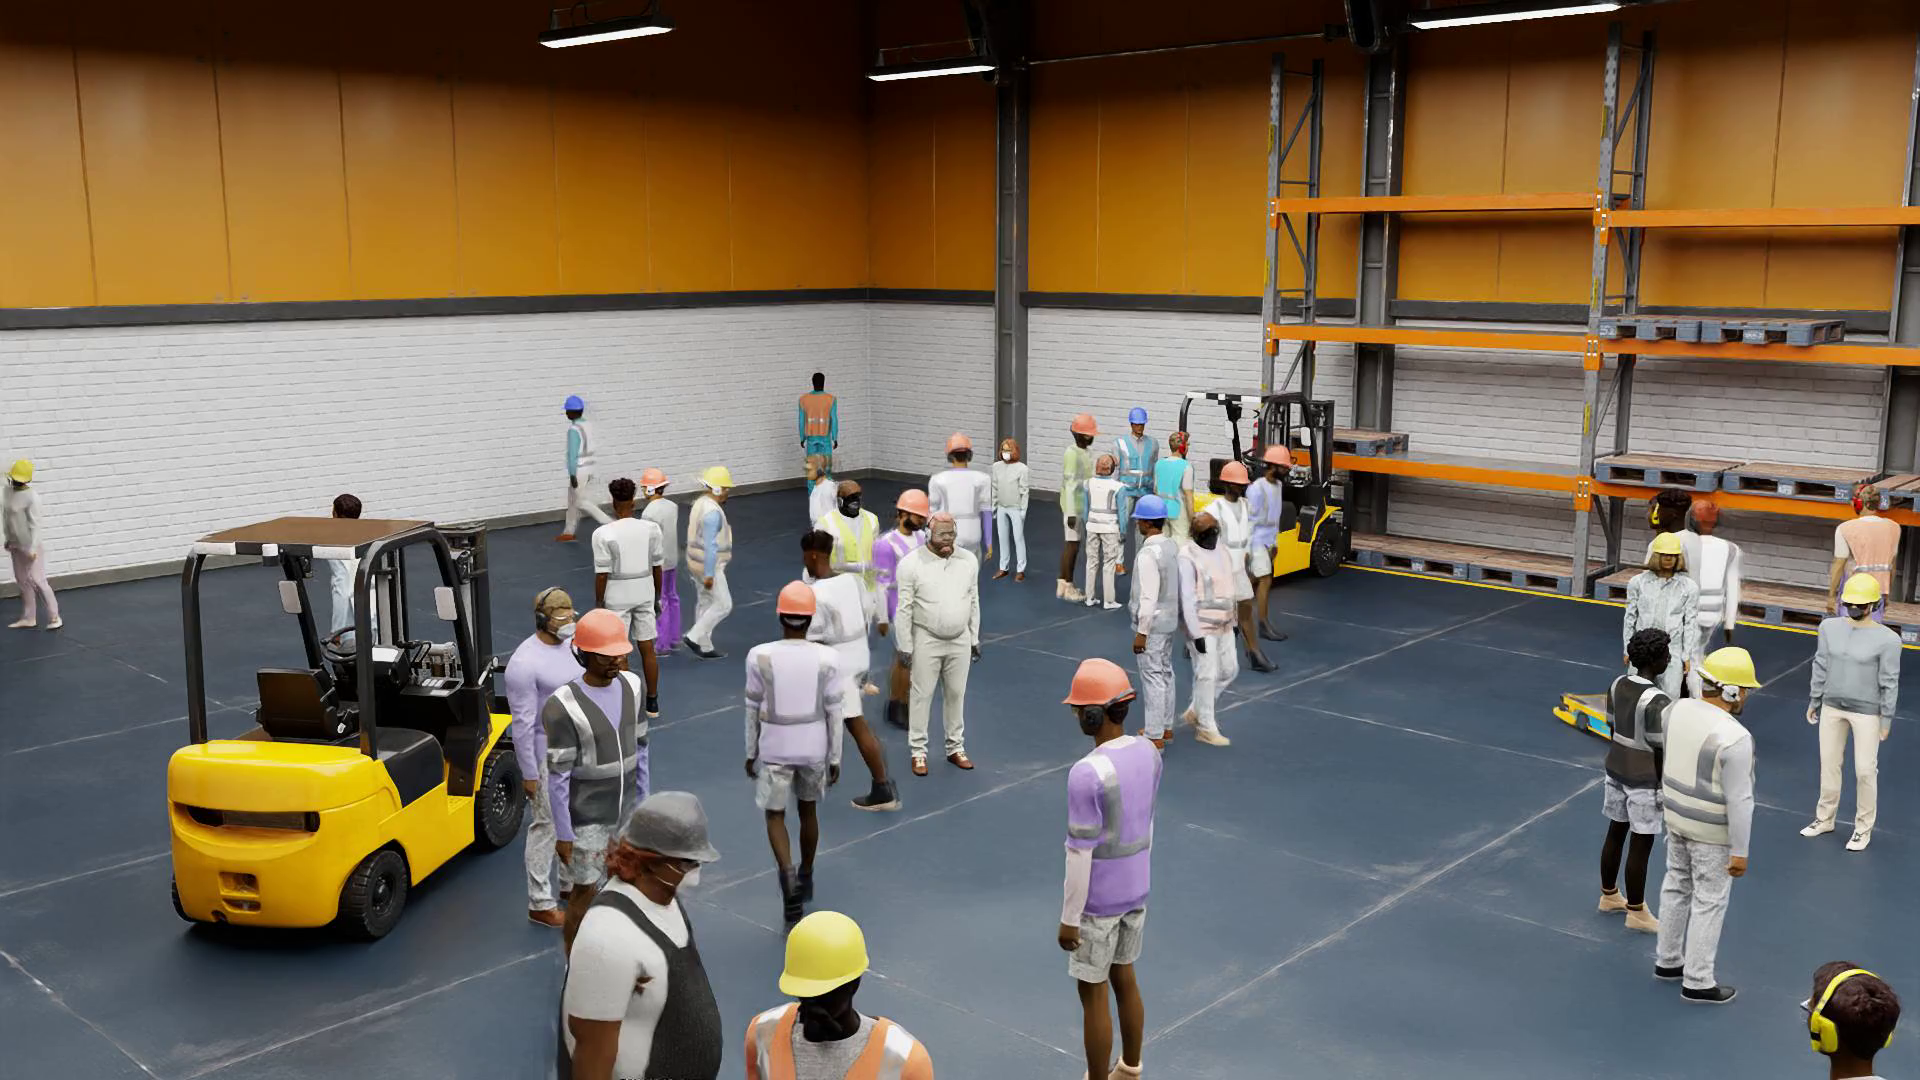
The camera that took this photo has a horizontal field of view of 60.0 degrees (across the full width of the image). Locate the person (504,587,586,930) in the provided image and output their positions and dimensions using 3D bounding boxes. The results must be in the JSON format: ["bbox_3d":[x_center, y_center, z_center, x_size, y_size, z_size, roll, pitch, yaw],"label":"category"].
[{"bbox_3d":[-2.255,1.200,9.249,0.367,1.926,0.637,4,11,22],"label":"person"}]

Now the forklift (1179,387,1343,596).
[{"bbox_3d":[3.298,-0.608,18.767,1.214,2.155,2.313,9,13,42],"label":"forklift"}]

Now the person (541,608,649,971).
[{"bbox_3d":[-1.750,1.330,8.210,0.409,2.036,0.607,7,12,36],"label":"person"}]

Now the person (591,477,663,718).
[{"bbox_3d":[-2.645,0.476,13.245,0.613,1.963,0.361,-8,13,-38],"label":"person"}]

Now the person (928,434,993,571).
[{"bbox_3d":[-0.001,-0.039,16.151,0.623,1.974,1.057,0,10,-1],"label":"person"}]

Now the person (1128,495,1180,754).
[{"bbox_3d":[1.443,0.626,12.452,0.395,1.943,0.615,5,11,24],"label":"person"}]

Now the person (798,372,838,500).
[{"bbox_3d":[-2.121,-1.543,24.886,0.590,1.916,0.393,1,10,8],"label":"person"}]

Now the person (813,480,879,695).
[{"bbox_3d":[-0.917,0.413,13.959,0.627,1.844,0.429,-7,12,-34],"label":"person"}]

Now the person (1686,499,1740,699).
[{"bbox_3d":[5.722,0.607,12.849,0.572,1.852,0.942,-2,10,-9],"label":"person"}]

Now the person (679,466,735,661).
[{"bbox_3d":[-2.269,0.231,15.110,0.487,1.811,0.594,-4,11,-22],"label":"person"}]

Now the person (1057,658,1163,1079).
[{"bbox_3d":[0.615,1.511,7.189,0.410,2.030,0.611,7,12,36],"label":"person"}]

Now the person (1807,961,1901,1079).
[{"bbox_3d":[2.375,2.058,4.548,0.511,1.862,0.324,-2,10,-10],"label":"person"}]

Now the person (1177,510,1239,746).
[{"bbox_3d":[1.884,0.663,12.649,0.461,1.812,0.669,9,13,40],"label":"person"}]

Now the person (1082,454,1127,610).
[{"bbox_3d":[1.503,-0.084,17.395,0.522,1.632,0.315,7,12,36],"label":"person"}]

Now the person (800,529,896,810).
[{"bbox_3d":[-0.861,0.862,11.375,1.155,1.854,0.619,6,12,31],"label":"person"}]

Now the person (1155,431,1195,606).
[{"bbox_3d":[2.269,-0.229,17.595,0.388,1.847,0.563,-7,12,-33],"label":"person"}]

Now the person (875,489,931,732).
[{"bbox_3d":[-0.357,0.552,13.007,0.636,1.903,0.537,6,12,31],"label":"person"}]

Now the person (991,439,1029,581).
[{"bbox_3d":[0.567,-0.344,18.890,0.501,1.629,0.289,7,12,36],"label":"person"}]

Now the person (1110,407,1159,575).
[{"bbox_3d":[2.024,-0.569,19.242,0.602,1.949,0.391,-3,10,-16],"label":"person"}]

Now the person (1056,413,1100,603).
[{"bbox_3d":[1.268,-0.347,17.788,0.468,2.026,0.661,5,11,26],"label":"person"}]

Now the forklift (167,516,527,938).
[{"bbox_3d":[-3.583,0.976,9.748,1.214,2.155,2.313,2,10,11],"label":"forklift"}]

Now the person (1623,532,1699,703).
[{"bbox_3d":[5.032,0.807,11.993,0.486,1.746,0.290,4,11,20],"label":"person"}]

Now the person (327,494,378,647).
[{"bbox_3d":[-4.596,0.598,12.685,0.391,1.920,0.593,2,10,10],"label":"person"}]

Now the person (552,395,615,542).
[{"bbox_3d":[-4.796,-0.891,21.181,0.885,1.921,0.621,1,10,3],"label":"person"}]

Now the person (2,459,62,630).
[{"bbox_3d":[-9.186,0.051,16.388,0.632,1.722,0.348,6,12,31],"label":"person"}]

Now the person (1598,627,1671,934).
[{"bbox_3d":[3.766,1.317,9.221,0.319,1.697,0.533,-2,10,-9],"label":"person"}]

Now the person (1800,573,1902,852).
[{"bbox_3d":[5.602,1.070,10.461,0.343,1.763,0.527,-7,12,-33],"label":"person"}]

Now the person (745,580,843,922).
[{"bbox_3d":[-0.926,1.186,9.363,0.552,1.914,0.763,-2,10,-12],"label":"person"}]

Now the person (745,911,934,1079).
[{"bbox_3d":[-0.363,1.979,4.795,0.588,1.928,0.384,4,11,20],"label":"person"}]

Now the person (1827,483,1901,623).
[{"bbox_3d":[7.454,0.456,13.738,0.563,1.836,0.383,-1,10,-8],"label":"person"}]

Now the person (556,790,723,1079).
[{"bbox_3d":[-0.998,1.787,5.567,0.831,2.000,0.714,0,10,-2],"label":"person"}]

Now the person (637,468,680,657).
[{"bbox_3d":[-2.802,0.205,15.388,0.339,1.752,0.564,3,10,16],"label":"person"}]

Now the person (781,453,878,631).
[{"bbox_3d":[-1.246,0.008,16.458,1.012,1.792,0.498,-5,11,-26],"label":"person"}]

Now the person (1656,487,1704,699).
[{"bbox_3d":[5.429,0.572,12.701,0.368,1.961,0.613,9,13,41],"label":"person"}]

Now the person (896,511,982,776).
[{"bbox_3d":[-0.135,0.733,11.954,0.653,1.905,0.408,-4,11,-23],"label":"person"}]

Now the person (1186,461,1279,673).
[{"bbox_3d":[2.419,0.229,14.898,0.560,1.885,0.971,-7,12,-35],"label":"person"}]

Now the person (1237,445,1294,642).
[{"bbox_3d":[2.848,0.001,16.172,0.847,1.902,0.576,8,13,39],"label":"person"}]

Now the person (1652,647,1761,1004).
[{"bbox_3d":[3.732,1.418,8.309,0.403,1.818,0.606,-2,10,-13],"label":"person"}]
